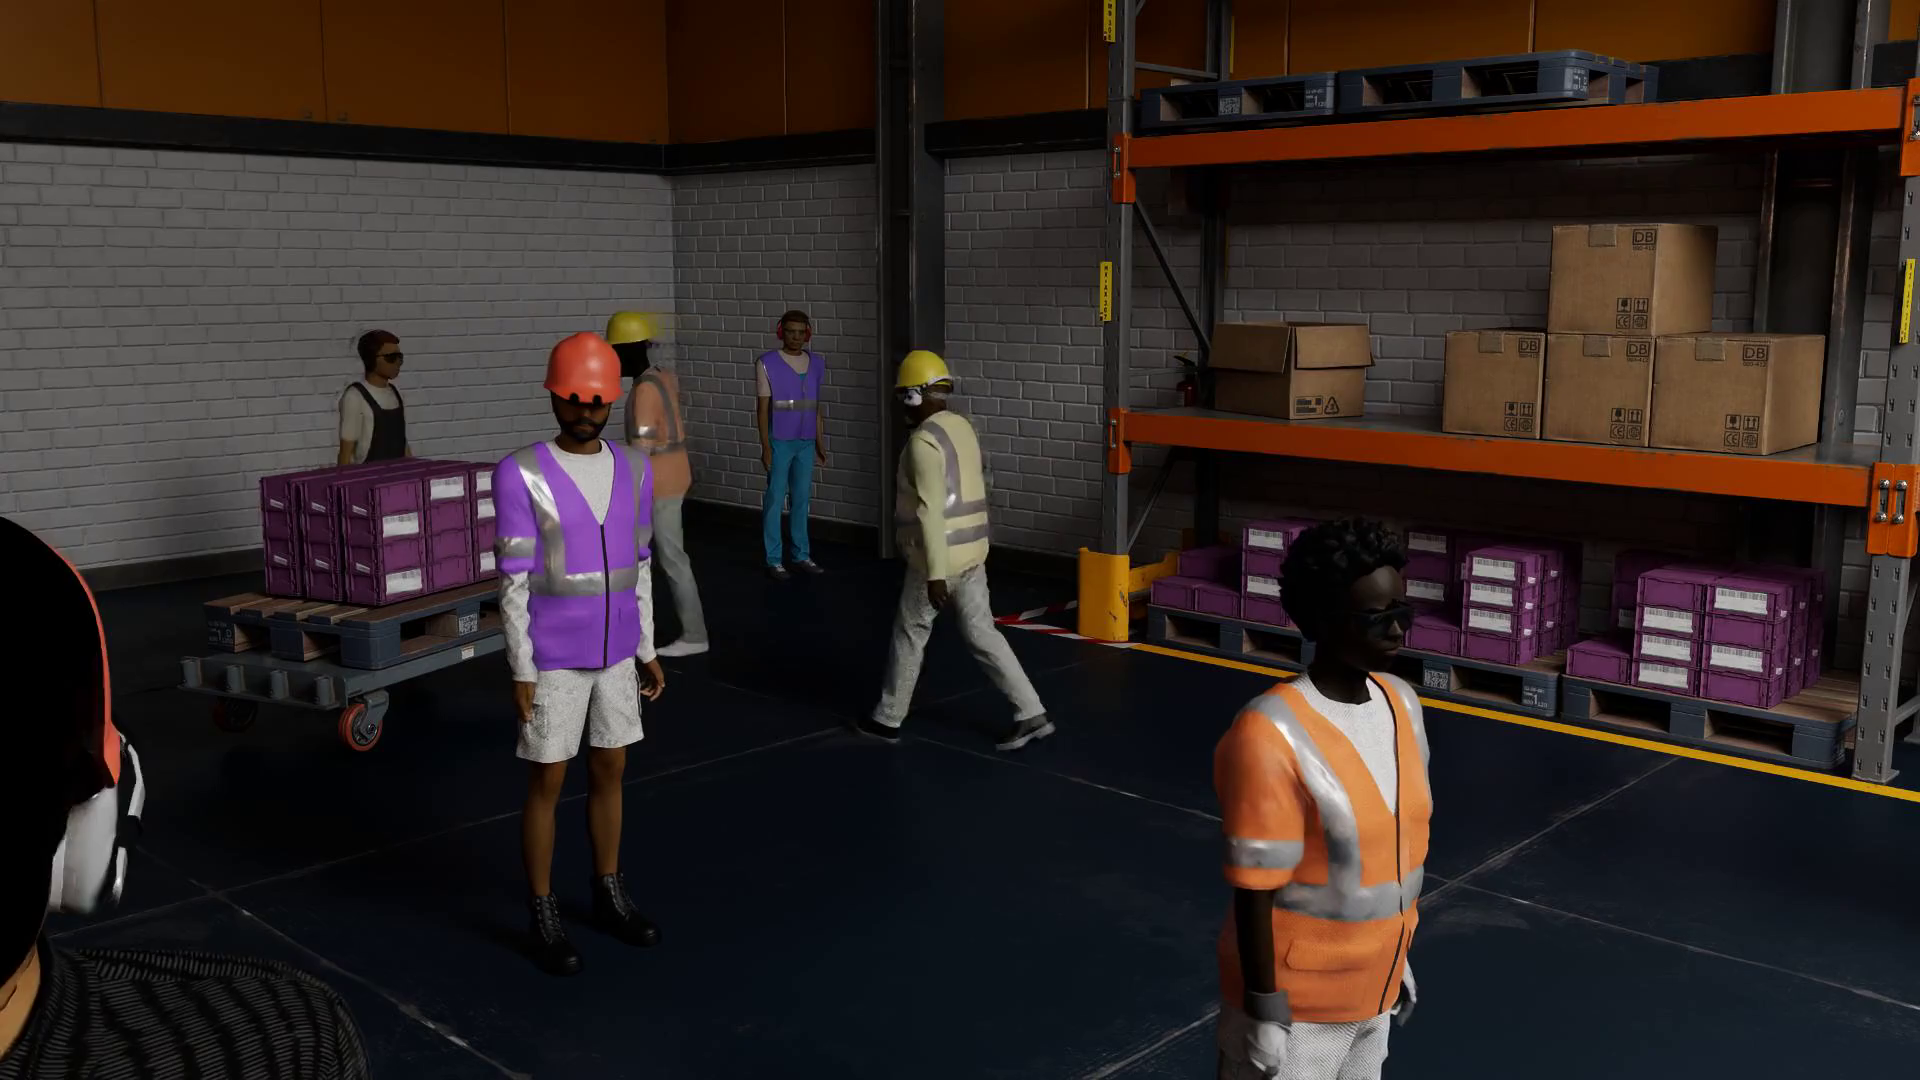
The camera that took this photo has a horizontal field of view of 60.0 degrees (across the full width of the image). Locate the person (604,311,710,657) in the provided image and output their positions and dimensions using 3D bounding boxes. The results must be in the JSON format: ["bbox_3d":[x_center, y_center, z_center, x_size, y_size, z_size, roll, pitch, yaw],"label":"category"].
[{"bbox_3d":[-1.728,-0.293,9.056,0.758,1.890,0.664,-1,9,-7],"label":"person"}]

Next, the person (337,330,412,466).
[{"bbox_3d":[-3.303,-0.278,9.315,0.983,1.799,0.522,2,9,11],"label":"person"}]

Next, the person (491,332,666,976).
[{"bbox_3d":[-1.137,0.337,5.080,0.544,1.933,0.376,-9,13,-44],"label":"person"}]

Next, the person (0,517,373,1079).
[{"bbox_3d":[-0.647,0.952,1.130,0.611,1.990,0.392,-9,13,-44],"label":"person"}]

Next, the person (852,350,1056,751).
[{"bbox_3d":[-0.024,0.059,7.300,0.935,1.777,0.645,4,10,26],"label":"person"}]

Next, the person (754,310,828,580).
[{"bbox_3d":[-1.167,-0.659,11.470,0.564,1.839,0.395,-9,13,-44],"label":"person"}]

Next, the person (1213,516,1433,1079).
[{"bbox_3d":[0.650,0.795,2.985,0.533,1.697,0.322,-9,13,-44],"label":"person"}]
